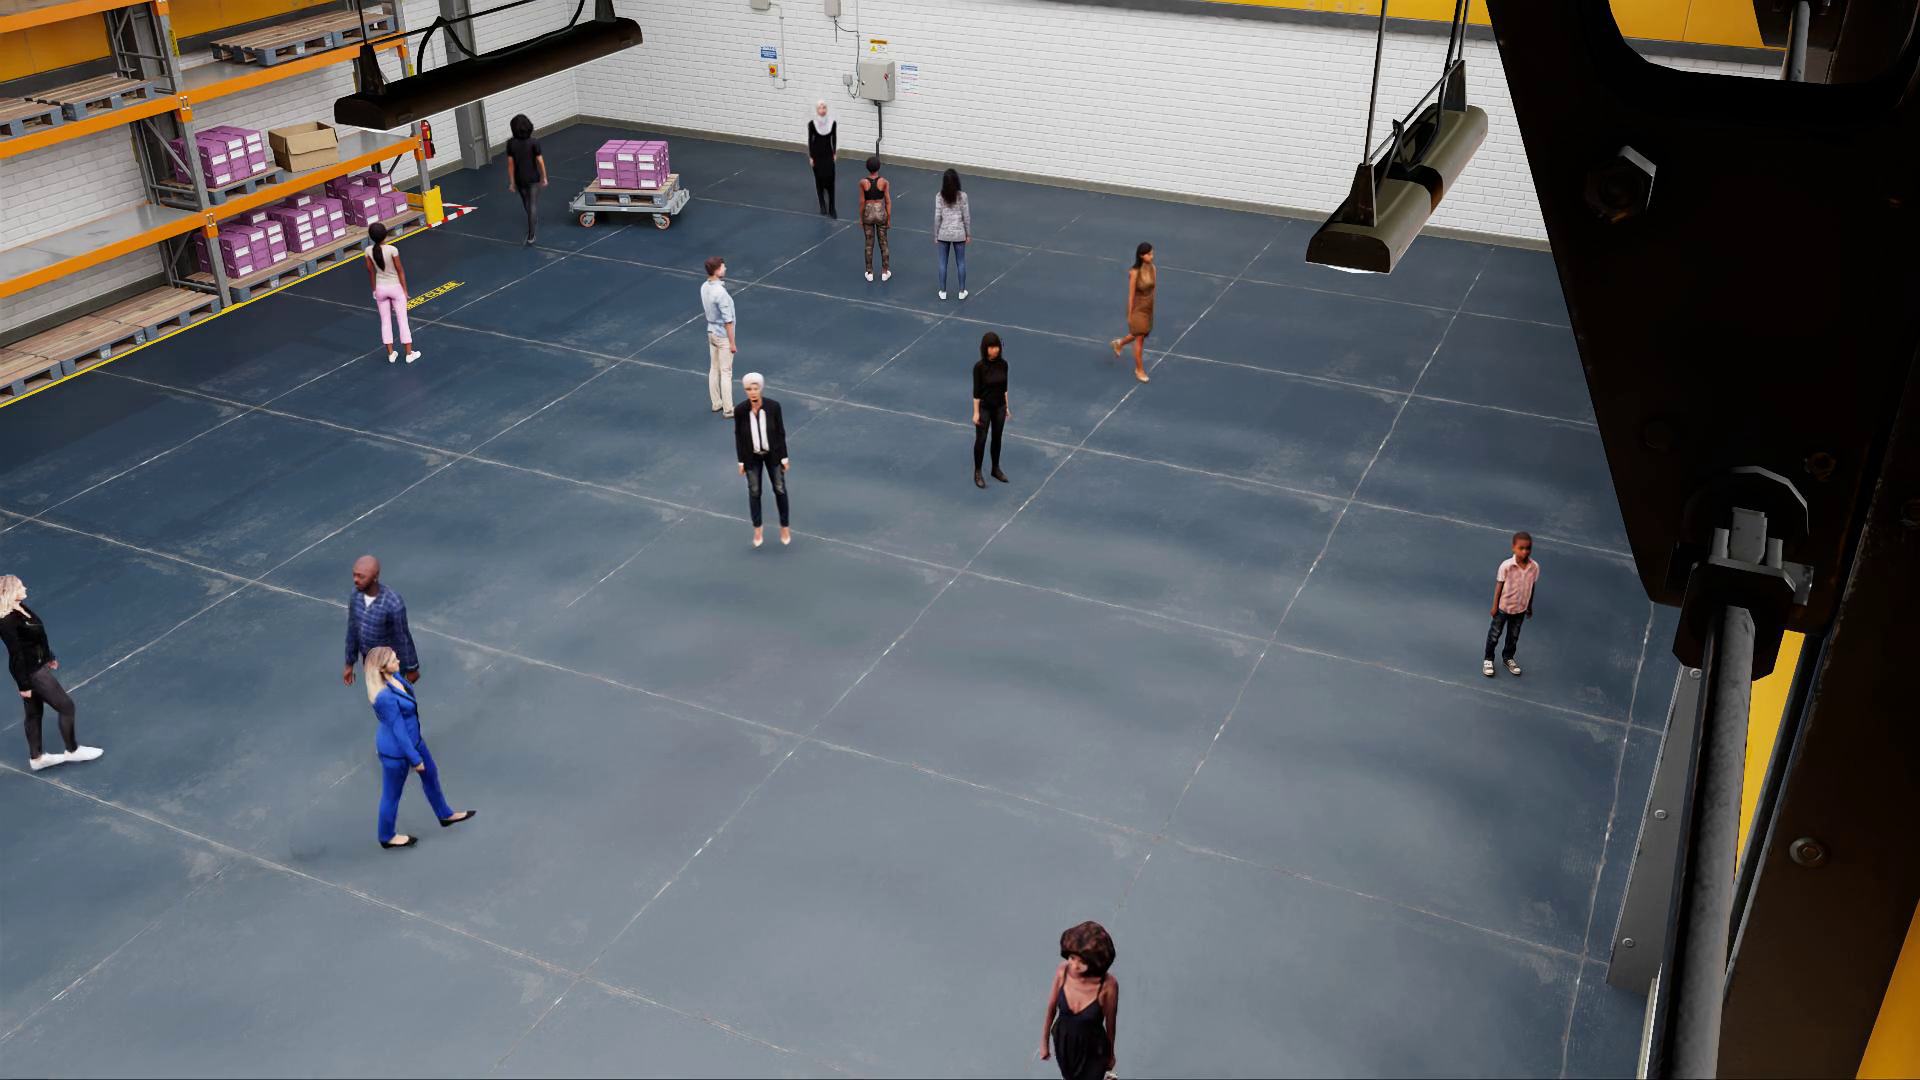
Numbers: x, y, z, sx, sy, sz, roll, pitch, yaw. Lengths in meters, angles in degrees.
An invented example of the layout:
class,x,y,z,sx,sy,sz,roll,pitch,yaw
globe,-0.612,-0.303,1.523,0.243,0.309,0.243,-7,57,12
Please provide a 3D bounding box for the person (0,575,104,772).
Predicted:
class,x,y,z,sx,sy,sz,roll,pitch,yaw
person,-7.172,1.047,12.663,0.914,1.671,0.851,-13,31,-23

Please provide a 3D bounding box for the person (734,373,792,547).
class,x,y,z,sx,sy,sz,roll,pitch,yaw
person,-1.818,-0.771,15.718,0.824,1.780,0.747,-1,29,-2

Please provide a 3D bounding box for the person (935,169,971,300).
class,x,y,z,sx,sy,sz,roll,pitch,yaw
person,-0.112,-4.032,21.909,0.689,1.732,0.657,1,29,2

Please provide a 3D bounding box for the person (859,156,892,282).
class,x,y,z,sx,sy,sz,roll,pitch,yaw
person,-1.157,-4.362,22.550,0.656,1.699,0.662,-2,29,-3

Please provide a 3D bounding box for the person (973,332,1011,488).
class,x,y,z,sx,sy,sz,roll,pitch,yaw
person,0.306,-1.361,17.109,0.613,1.642,0.701,-14,32,-24

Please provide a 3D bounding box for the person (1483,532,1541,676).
class,x,y,z,sx,sy,sz,roll,pitch,yaw
person,4.651,0.525,14.000,0.571,1.307,0.595,-1,29,-2

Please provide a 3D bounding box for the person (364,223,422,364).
class,x,y,z,sx,sy,sz,roll,pitch,yaw
person,-6.852,-2.976,19.966,0.645,1.740,0.629,2,29,3

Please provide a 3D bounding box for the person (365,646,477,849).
class,x,y,z,sx,sy,sz,roll,pitch,yaw
person,-4.096,1.502,11.824,1.030,1.676,0.986,-8,30,-15

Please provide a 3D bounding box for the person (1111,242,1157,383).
class,x,y,z,sx,sy,sz,roll,pitch,yaw
person,2.057,-2.699,19.529,0.921,1.672,0.832,-23,36,-36

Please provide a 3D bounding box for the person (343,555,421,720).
class,x,y,z,sx,sy,sz,roll,pitch,yaw
person,-4.384,0.888,12.818,0.688,1.803,0.740,16,32,26

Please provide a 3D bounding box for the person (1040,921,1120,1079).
class,x,y,z,sx,sy,sz,roll,pitch,yaw
person,0.714,2.814,9.335,0.611,1.756,1.093,15,32,25

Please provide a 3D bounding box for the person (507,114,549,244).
class,x,y,z,sx,sy,sz,roll,pitch,yaw
person,-6.237,-5.164,23.923,1.014,1.793,1.241,-1,29,-2

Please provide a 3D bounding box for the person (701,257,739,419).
class,x,y,z,sx,sy,sz,roll,pitch,yaw
person,-2.679,-2.276,18.571,0.726,1.848,0.731,-19,34,-31

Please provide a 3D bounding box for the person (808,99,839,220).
class,x,y,z,sx,sy,sz,roll,pitch,yaw
person,-2.085,-5.759,25.056,0.903,1.753,1.016,-5,29,-8
